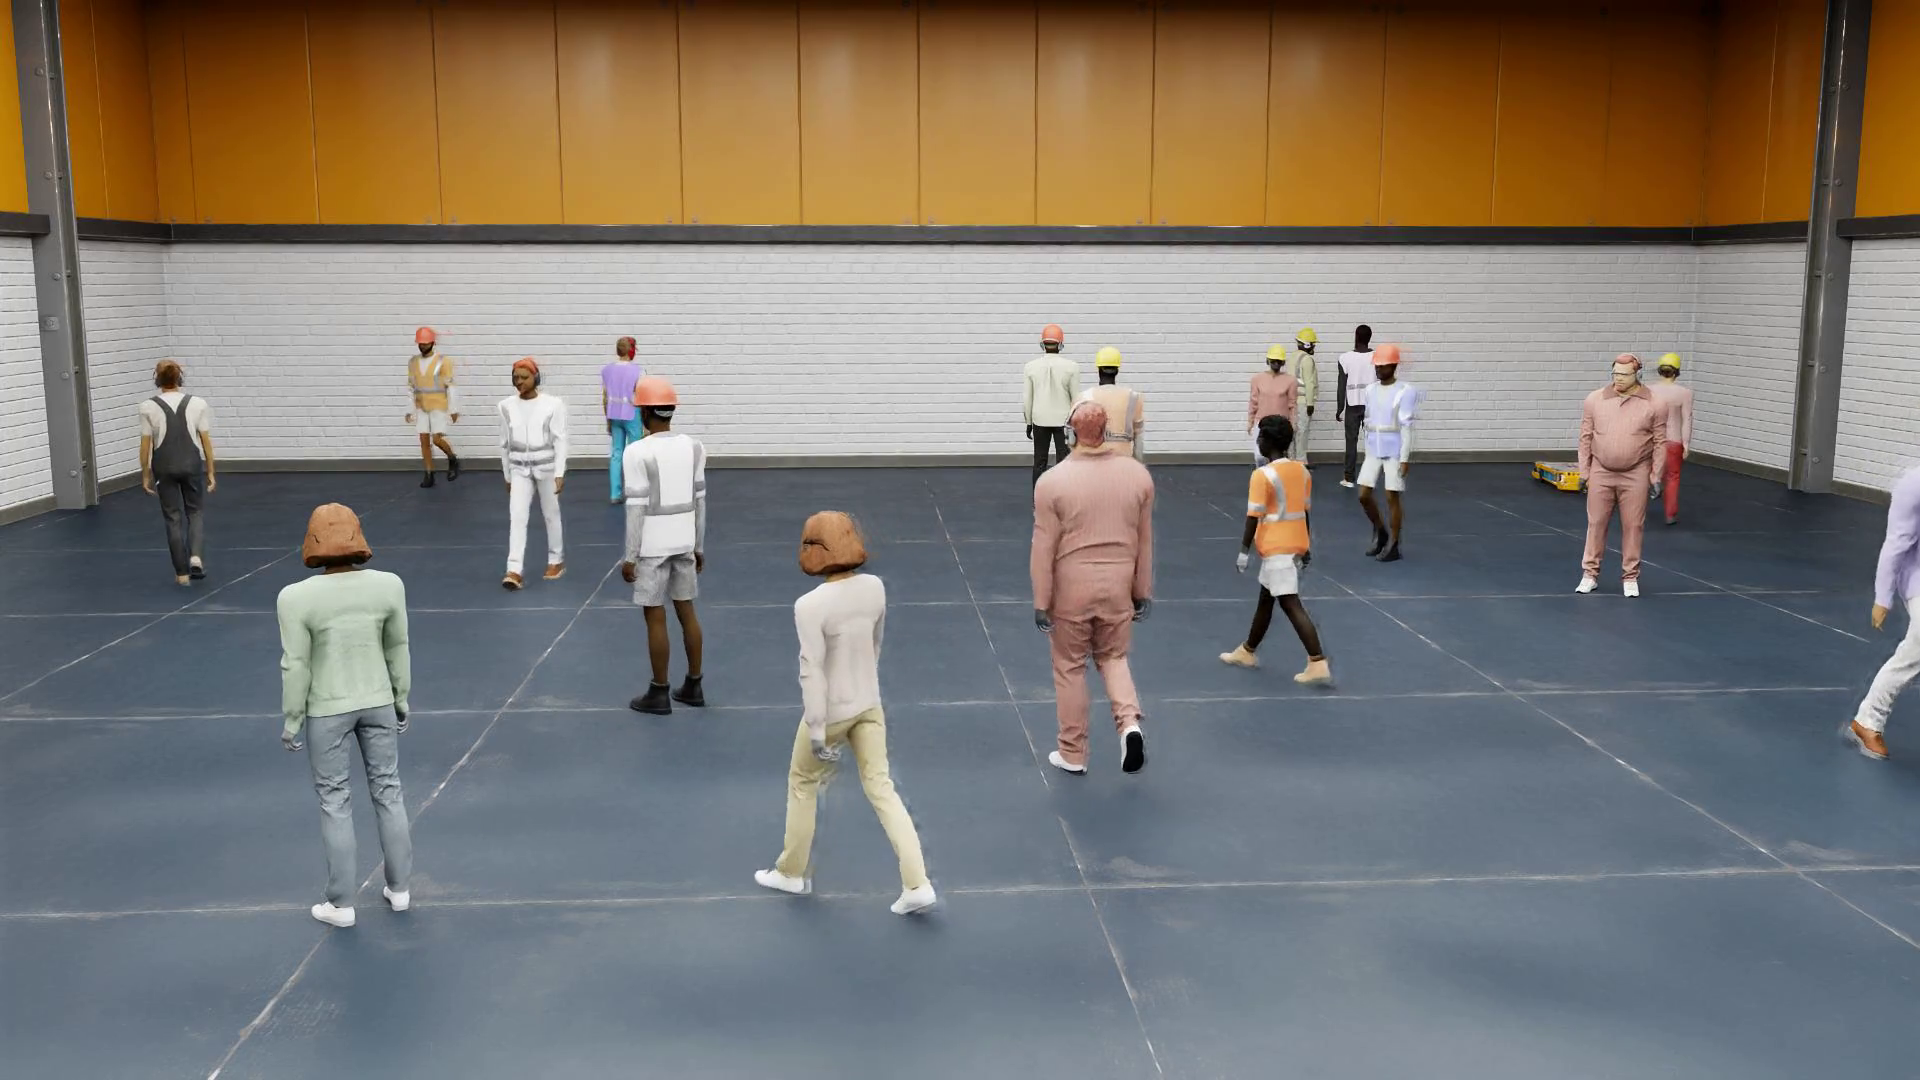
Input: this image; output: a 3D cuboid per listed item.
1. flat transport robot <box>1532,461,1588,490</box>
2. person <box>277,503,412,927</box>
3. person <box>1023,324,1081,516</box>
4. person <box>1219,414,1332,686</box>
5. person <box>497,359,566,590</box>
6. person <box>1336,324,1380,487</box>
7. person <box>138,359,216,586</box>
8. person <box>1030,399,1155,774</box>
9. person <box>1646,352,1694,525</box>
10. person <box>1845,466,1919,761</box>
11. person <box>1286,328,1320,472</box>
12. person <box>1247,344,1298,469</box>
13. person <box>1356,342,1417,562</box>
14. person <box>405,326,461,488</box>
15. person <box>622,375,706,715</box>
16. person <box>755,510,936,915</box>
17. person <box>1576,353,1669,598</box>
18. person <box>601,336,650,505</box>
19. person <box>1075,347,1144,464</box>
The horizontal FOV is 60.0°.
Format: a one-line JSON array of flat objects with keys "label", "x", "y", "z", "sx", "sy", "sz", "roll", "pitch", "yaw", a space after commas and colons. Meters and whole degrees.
[{"label": "flat transport robot", "x": 7.297, "y": -0.769, "z": 19.726, "sx": 0.652, "sy": 0.197, "sz": 1.431, "roll": 1, "pitch": 9, "yaw": 6}, {"label": "person", "x": -2.368, "y": 0.669, "z": 6.432, "sx": 0.504, "sy": 1.631, "sz": 0.279, "roll": -8, "pitch": 12, "yaw": -42}, {"label": "person", "x": 0.958, "y": -1.222, "z": 17.169, "sx": 0.612, "sy": 1.997, "sz": 0.375, "roll": 2, "pitch": 9, "yaw": 14}, {"label": "person", "x": 1.982, "y": 0.053, "z": 10.262, "sx": 0.882, "sy": 1.651, "sz": 0.545, "roll": 8, "pitch": 12, "yaw": 41}, {"label": "person", "x": -3.442, "y": -0.536, "z": 13.378, "sx": 0.578, "sy": 1.832, "sz": 0.989, "roll": 0, "pitch": 9, "yaw": 1}, {"label": "person", "x": 4.740, "y": -1.576, "z": 19.629, "sx": 0.596, "sy": 1.921, "sz": 0.386, "roll": 0, "pitch": 9, "yaw": 0}, {"label": "person", "x": -6.301, "y": -0.539, "z": 13.388, "sx": 0.543, "sy": 1.832, "sz": 0.402, "roll": -6, "pitch": 11, "yaw": -33}, {"label": "person", "x": 0.659, "y": 0.256, "z": 8.203, "sx": 0.658, "sy": 1.892, "sz": 0.590, "roll": -3, "pitch": 10, "yaw": -19}, {"label": "person", "x": 6.957, "y": -0.984, "z": 16.494, "sx": 0.531, "sy": 1.747, "sz": 0.721, "roll": 7, "pitch": 11, "yaw": 38}, {"label": "person", "x": 4.839, "y": 0.263, "z": 8.238, "sx": 0.640, "sy": 1.882, "sz": 1.074, "roll": -3, "pitch": 9, "yaw": -16}, {"label": "person", "x": 4.382, "y": -1.787, "z": 21.238, "sx": 0.404, "sy": 1.827, "sz": 0.600, "roll": -2, "pitch": 9, "yaw": -13}, {"label": "person", "x": 3.428, "y": -1.269, "z": 18.234, "sx": 0.558, "sy": 1.750, "sz": 0.409, "roll": 2, "pitch": 9, "yaw": 15}, {"label": "person", "x": 3.710, "y": -0.756, "z": 14.499, "sx": 0.419, "sy": 1.922, "sz": 0.553, "roll": -8, "pitch": 12, "yaw": -41}, {"label": "person", "x": -6.224, "y": -1.572, "z": 19.620, "sx": 0.570, "sy": 1.915, "sz": 0.549, "roll": 2, "pitch": 9, "yaw": 14}, {"label": "person", "x": -1.704, "y": 0.028, "z": 9.508, "sx": 0.370, "sy": 1.935, "sz": 0.552, "roll": 8, "pitch": 12, "yaw": 42}, {"label": "person", "x": -0.440, "y": 0.673, "z": 6.538, "sx": 0.852, "sy": 1.592, "sz": 0.500, "roll": 8, "pitch": 12, "yaw": 43}, {"label": "person", "x": 5.141, "y": -0.502, "z": 12.959, "sx": 0.641, "sy": 1.901, "sz": 0.401, "roll": 5, "pitch": 10, "yaw": 29}, {"label": "person", "x": -3.636, "y": -1.293, "z": 18.106, "sx": 0.565, "sy": 1.849, "sz": 0.393, "roll": 4, "pitch": 10, "yaw": 23}, {"label": "person", "x": 1.225, "y": -0.662, "z": 13.937, "sx": 0.611, "sy": 1.896, "sz": 0.823, "roll": -1, "pitch": 9, "yaw": -4}]
